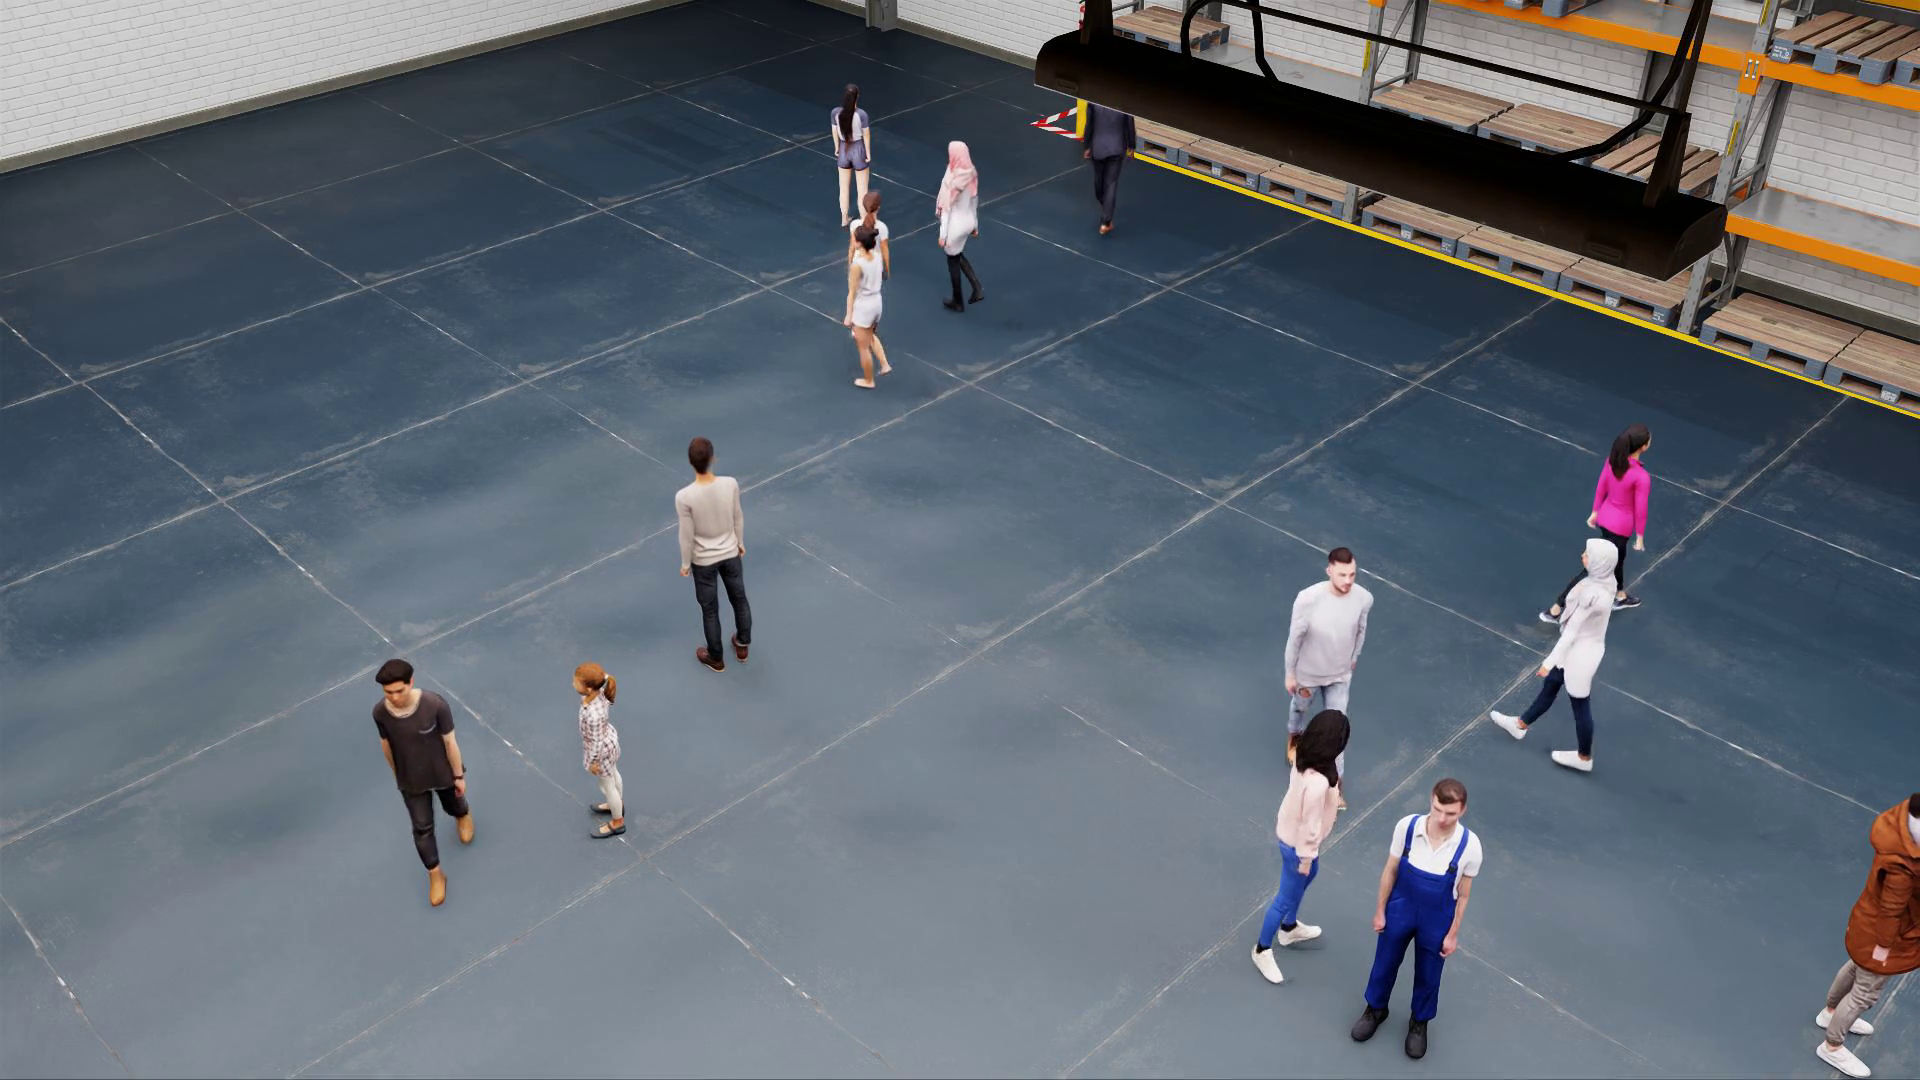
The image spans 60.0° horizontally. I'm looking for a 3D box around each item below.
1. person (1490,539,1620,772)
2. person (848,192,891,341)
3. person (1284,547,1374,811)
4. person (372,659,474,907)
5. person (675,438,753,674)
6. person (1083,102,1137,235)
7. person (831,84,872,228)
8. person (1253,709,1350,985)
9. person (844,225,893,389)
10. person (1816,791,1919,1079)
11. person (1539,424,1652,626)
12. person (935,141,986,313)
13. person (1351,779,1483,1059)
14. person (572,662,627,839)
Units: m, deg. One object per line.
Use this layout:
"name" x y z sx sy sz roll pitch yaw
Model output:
"person" 4.108 0.794 10.782 1.025 1.751 0.769 20 38 27
"person" -0.906 -2.572 16.035 0.728 1.542 0.762 7 34 10
"person" 2.311 0.769 10.777 1.130 1.797 1.205 -1 34 -1
"person" -3.197 1.330 10.032 0.958 1.689 1.108 -6 34 -9
"person" -1.721 0.116 11.700 0.709 1.864 0.659 -18 38 -25
"person" 1.622 -4.254 18.345 1.197 1.784 1.120 9 35 13
"person" -1.192 -4.263 18.483 0.626 1.647 0.739 10 35 15
"person" 1.901 1.707 9.410 0.840 1.749 0.858 12 35 18
"person" -0.795 -2.115 15.297 0.661 1.597 0.645 16 37 23
"person" 4.904 2.046 8.818 0.808 1.839 0.794 16 37 23
"person" 4.702 -0.059 12.150 1.026 1.656 1.161 -10 35 -14
"person" 0.053 -3.072 16.559 0.747 1.794 0.677 24 41 32
"person" 2.470 1.991 8.894 0.613 1.847 0.755 15 37 22
"person" -2.248 1.286 10.439 0.681 1.312 0.605 -3 34 -5
